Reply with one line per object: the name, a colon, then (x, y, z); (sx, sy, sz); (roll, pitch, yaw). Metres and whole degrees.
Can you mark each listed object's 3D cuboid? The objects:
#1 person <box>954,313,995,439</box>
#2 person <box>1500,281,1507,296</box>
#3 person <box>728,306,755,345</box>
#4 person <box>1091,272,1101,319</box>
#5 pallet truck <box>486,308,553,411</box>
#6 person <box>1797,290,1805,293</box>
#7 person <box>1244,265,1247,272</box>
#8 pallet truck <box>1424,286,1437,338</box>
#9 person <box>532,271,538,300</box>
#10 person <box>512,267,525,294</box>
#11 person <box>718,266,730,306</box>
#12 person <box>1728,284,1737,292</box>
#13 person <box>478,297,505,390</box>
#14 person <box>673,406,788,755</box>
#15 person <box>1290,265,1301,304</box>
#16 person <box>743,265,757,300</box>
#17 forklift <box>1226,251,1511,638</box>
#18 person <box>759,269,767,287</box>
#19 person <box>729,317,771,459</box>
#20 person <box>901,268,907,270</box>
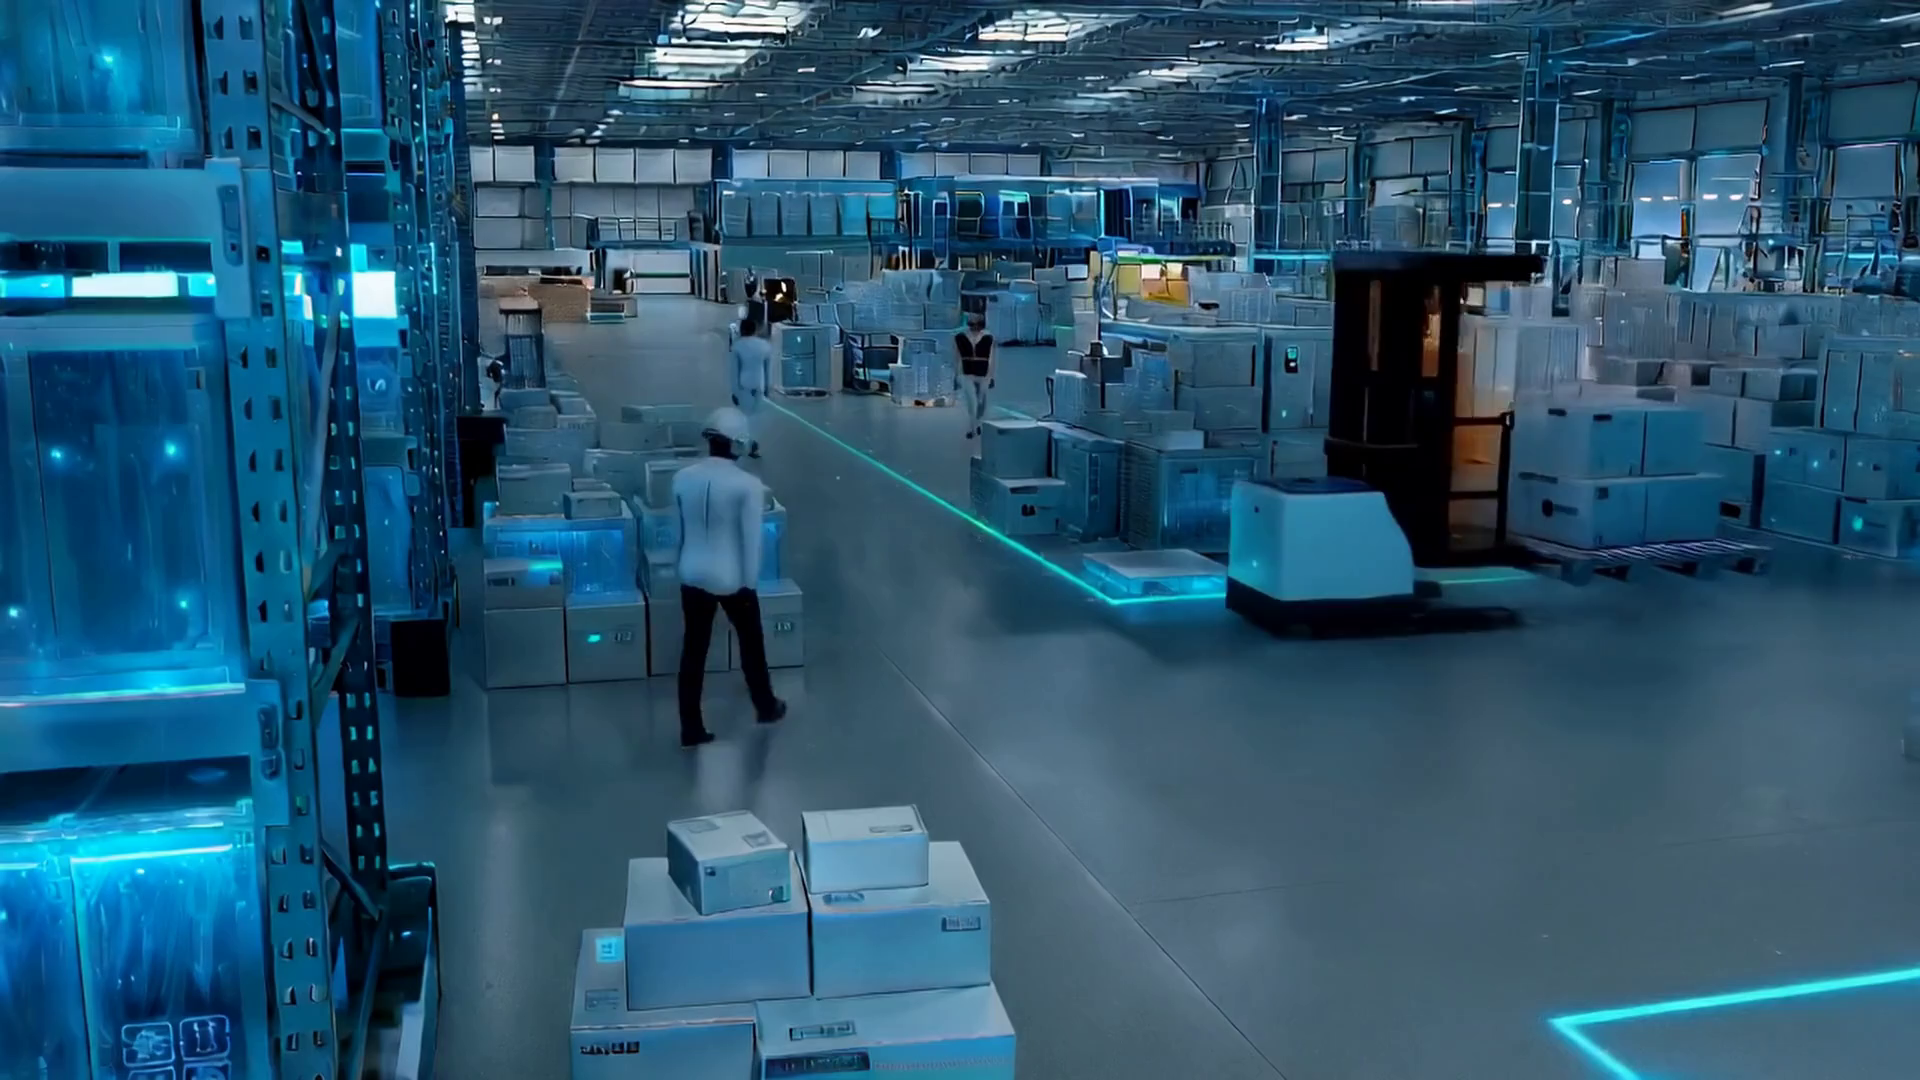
person: (0.210, -2.480, 25.065); (0.622, 1.891, 0.770); (-1, 10, -6)
person: (23.356, -10.583, 71.473); (0.322, 1.689, 0.530); (0, 10, -1)
person: (-4.283, -3.744, 32.721); (0.540, 1.695, 0.317); (-3, 10, -16)
person: (5.431, -9.705, 66.039); (0.517, 1.851, 0.376); (-6, 11, -29)
pallet truck: (-6.242, -2.418, 24.362); (0.823, 1.965, 1.885); (1, 10, 3)
person: (18.205, -4.455, 36.150); (0.659, 1.915, 0.784); (1, 10, 4)
person: (13.506, -12.030, 78.799); (0.379, 1.996, 0.611); (0, 10, 1)
pallet truck: (14.620, -7.324, 52.145); (0.823, 1.965, 1.885); (8, 13, 40)
person: (-19.794, -11.666, 77.484); (0.316, 1.741, 0.663); (-5, 11, -28)
person: (-21.190, -12.160, 79.886); (0.593, 1.871, 0.509); (-2, 10, -9)
person: (-11.295, -12.154, 79.757); (0.588, 1.912, 0.417); (-5, 11, -28)
person: (20.939, -6.042, 45.330); (0.596, 1.834, 0.956); (-5, 11, -26)
person: (-9.431, -3.881, 33.031); (0.877, 1.862, 0.684); (2, 10, 11)
person: (-1.341, 0.206, 9.618); (0.621, 1.945, 0.984); (4, 11, 20)
person: (16.740, -12.721, 82.845); (0.602, 1.948, 0.386); (2, 10, 11)
person: (-9.576, -11.601, 76.241); (0.689, 2.000, 0.539); (9, 14, 43)
forklift: (3.084, -0.769, 12.527); (1.873, 2.768, 1.129); (-3, 10, -15)
person: (-8.299, -10.509, 70.419); (0.583, 1.906, 0.798); (4, 11, 19)
person: (-2.843, -2.043, 22.472); (0.629, 1.925, 0.441); (-6, 12, -33)
person: (-2.181, -9.564, 64.701); (0.607, 2.044, 0.378); (8, 13, 39)
